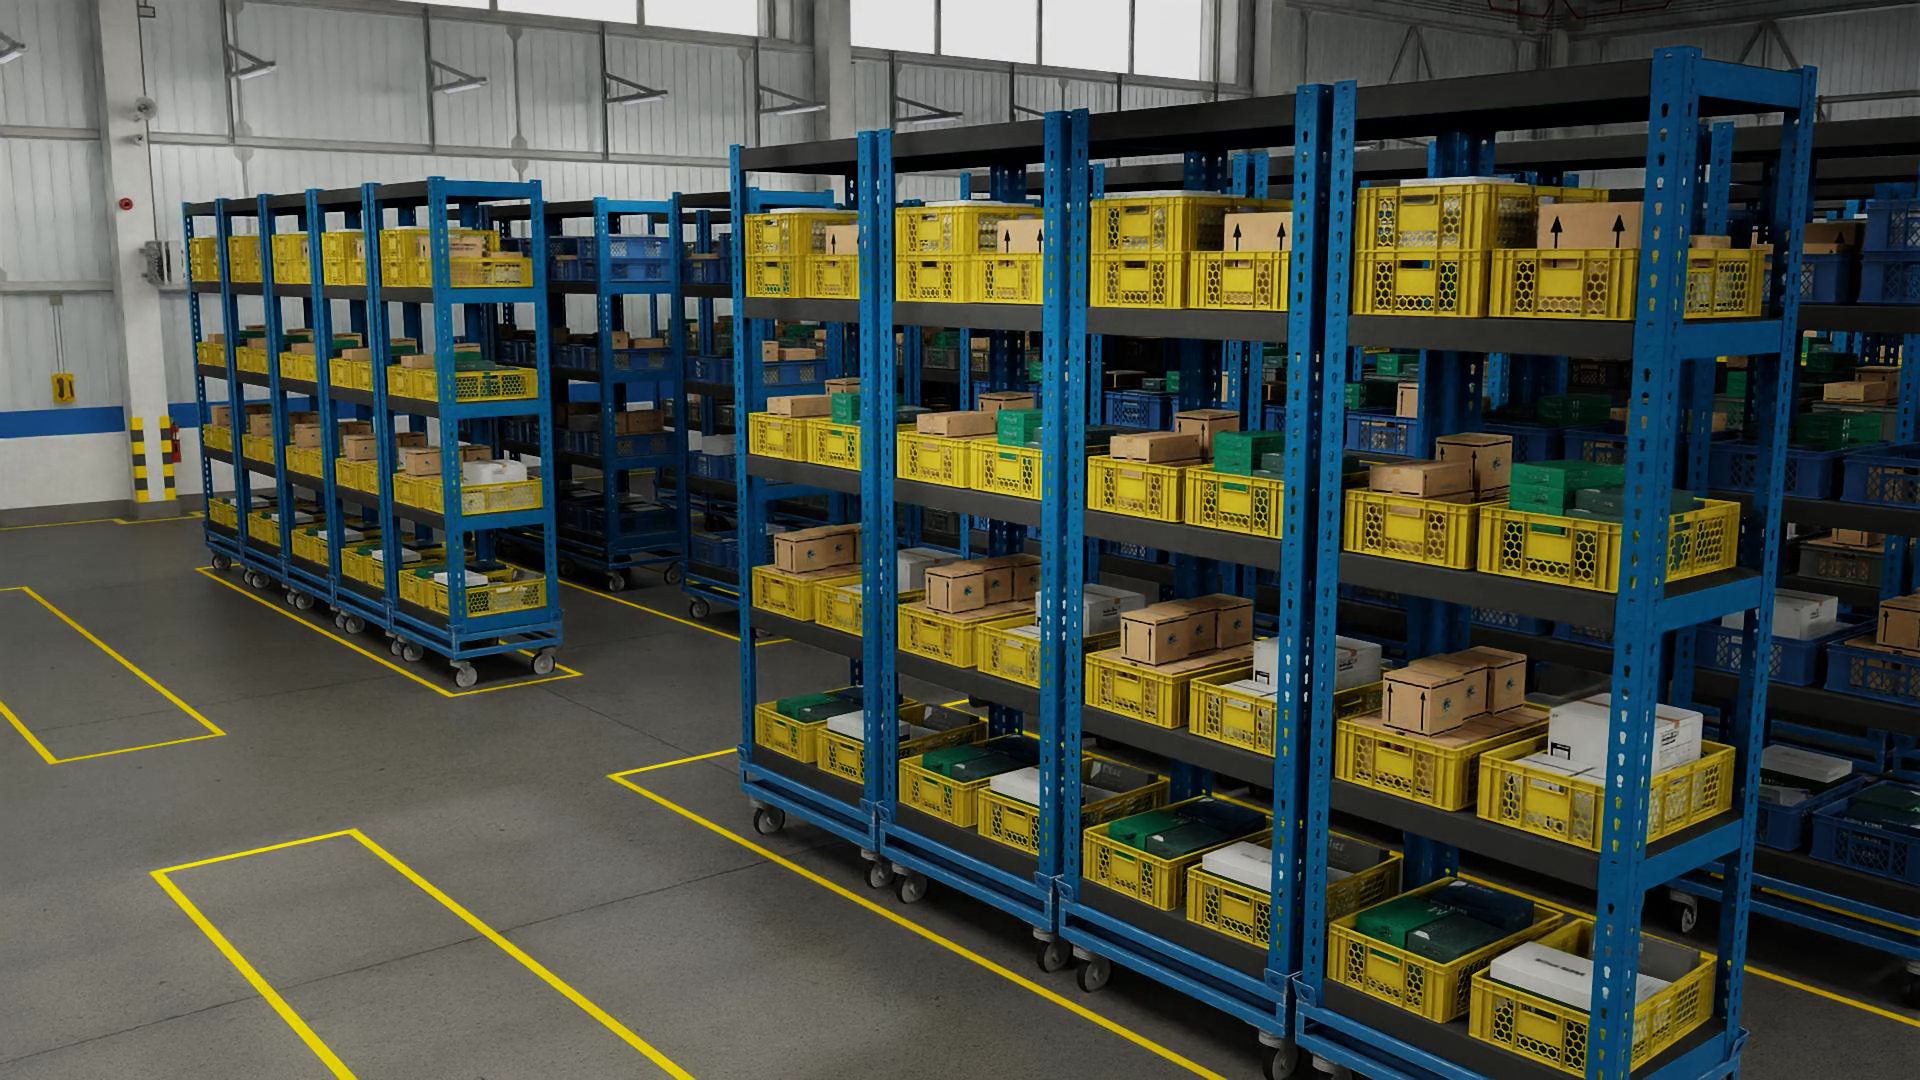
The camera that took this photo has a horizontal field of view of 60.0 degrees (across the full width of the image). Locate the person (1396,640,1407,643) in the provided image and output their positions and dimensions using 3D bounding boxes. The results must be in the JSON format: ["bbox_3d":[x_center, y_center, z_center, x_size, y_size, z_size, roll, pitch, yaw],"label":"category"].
[{"bbox_3d":[3.794,-0.054,12.701,0.620,1.963,0.975,-8,13,-41],"label":"person"}]
